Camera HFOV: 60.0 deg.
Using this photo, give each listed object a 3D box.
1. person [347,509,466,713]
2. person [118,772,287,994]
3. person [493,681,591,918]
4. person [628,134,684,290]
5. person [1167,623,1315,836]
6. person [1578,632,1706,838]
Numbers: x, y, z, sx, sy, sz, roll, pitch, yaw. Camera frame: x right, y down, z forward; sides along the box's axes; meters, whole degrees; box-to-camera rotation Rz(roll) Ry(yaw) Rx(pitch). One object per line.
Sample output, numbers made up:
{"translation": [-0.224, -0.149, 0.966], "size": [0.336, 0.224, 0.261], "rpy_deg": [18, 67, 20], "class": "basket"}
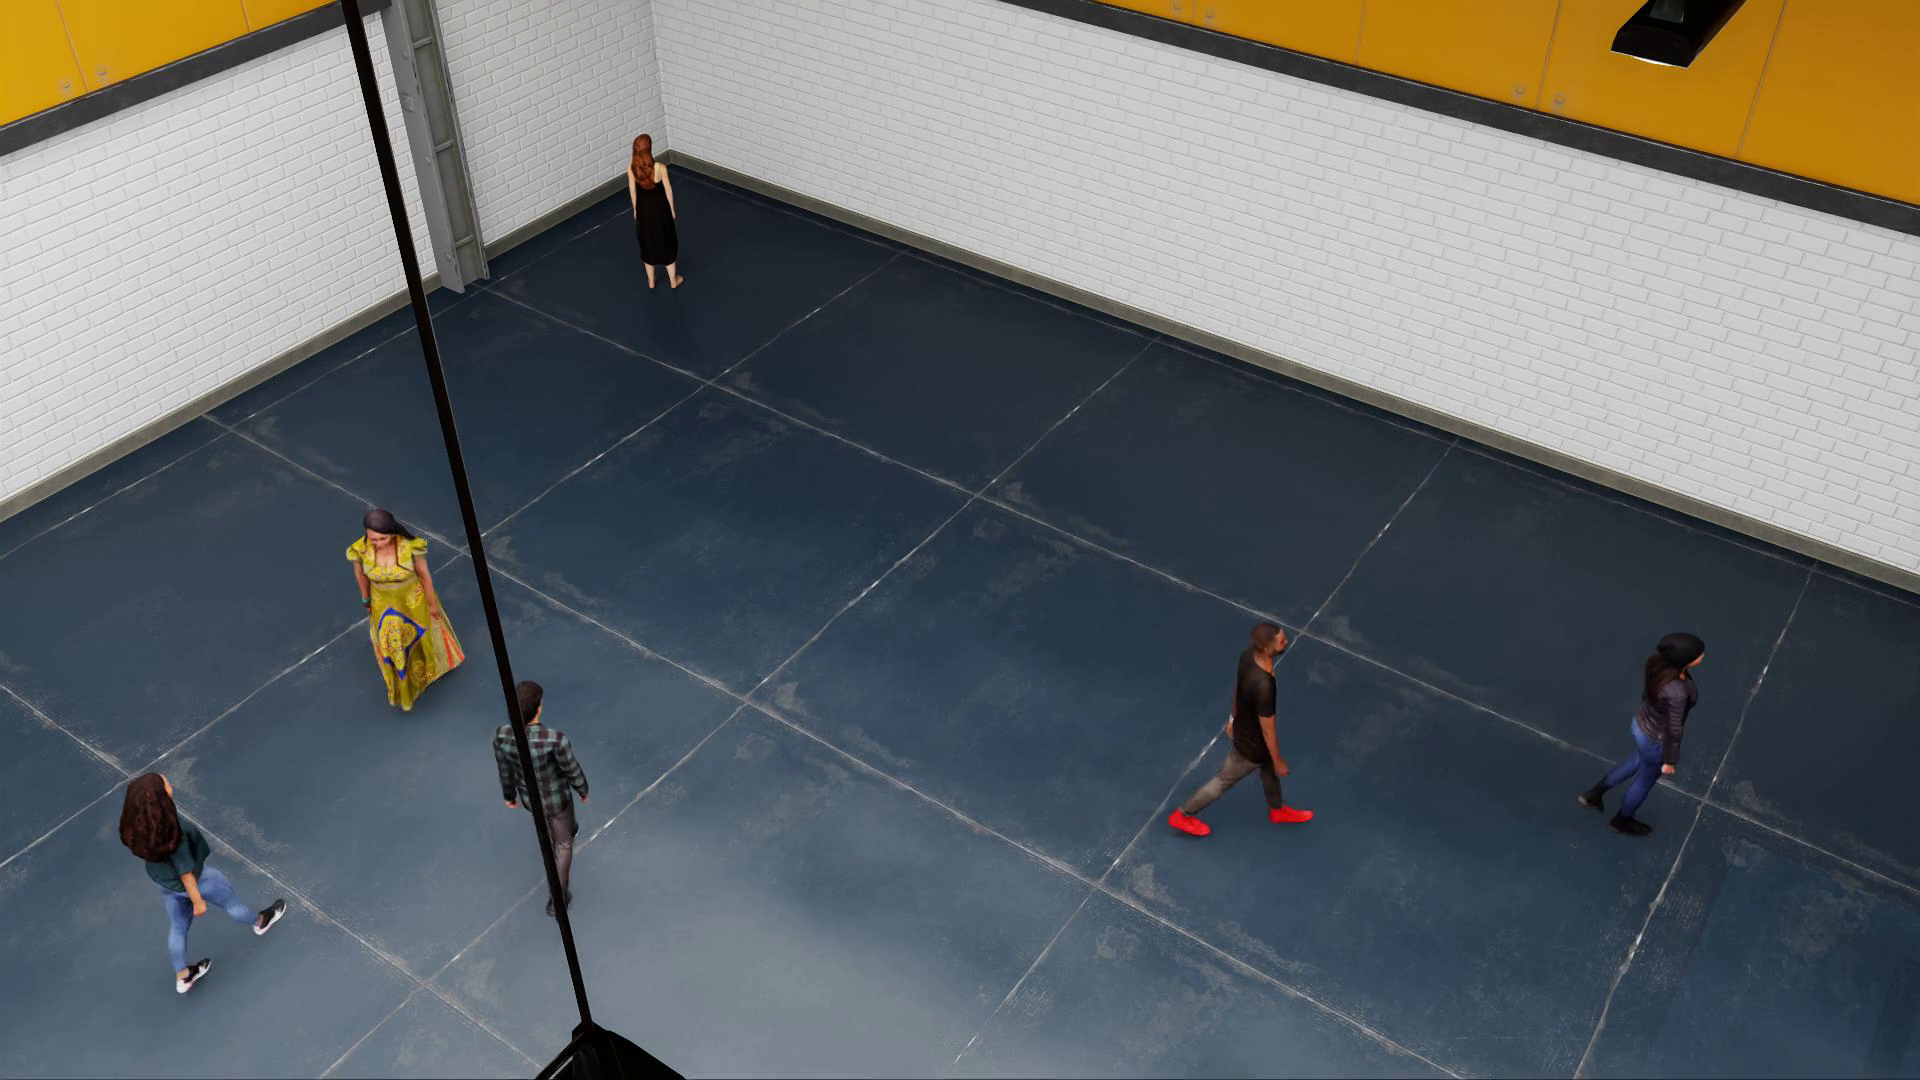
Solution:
{"translation": [-3.952, 0.370, 11.736], "size": [1.088, 1.636, 1.120], "rpy_deg": [-14, 41, -17], "class": "person"}
{"translation": [-4.595, 2.027, 9.708], "size": [0.660, 1.578, 1.013], "rpy_deg": [19, 42, 22], "class": "person"}
{"translation": [-2.581, 1.592, 10.254], "size": [0.961, 1.686, 1.151], "rpy_deg": [8, 39, 9], "class": "person"}
{"translation": [-2.994, -3.198, 16.212], "size": [0.674, 1.625, 0.714], "rpy_deg": [1, 39, 2], "class": "person"}
{"translation": [1.752, 1.256, 10.520], "size": [1.126, 1.768, 1.229], "rpy_deg": [2, 39, 2], "class": "person"}
{"translation": [4.312, 1.247, 10.557], "size": [0.866, 1.737, 0.817], "rpy_deg": [3, 39, 3], "class": "person"}
